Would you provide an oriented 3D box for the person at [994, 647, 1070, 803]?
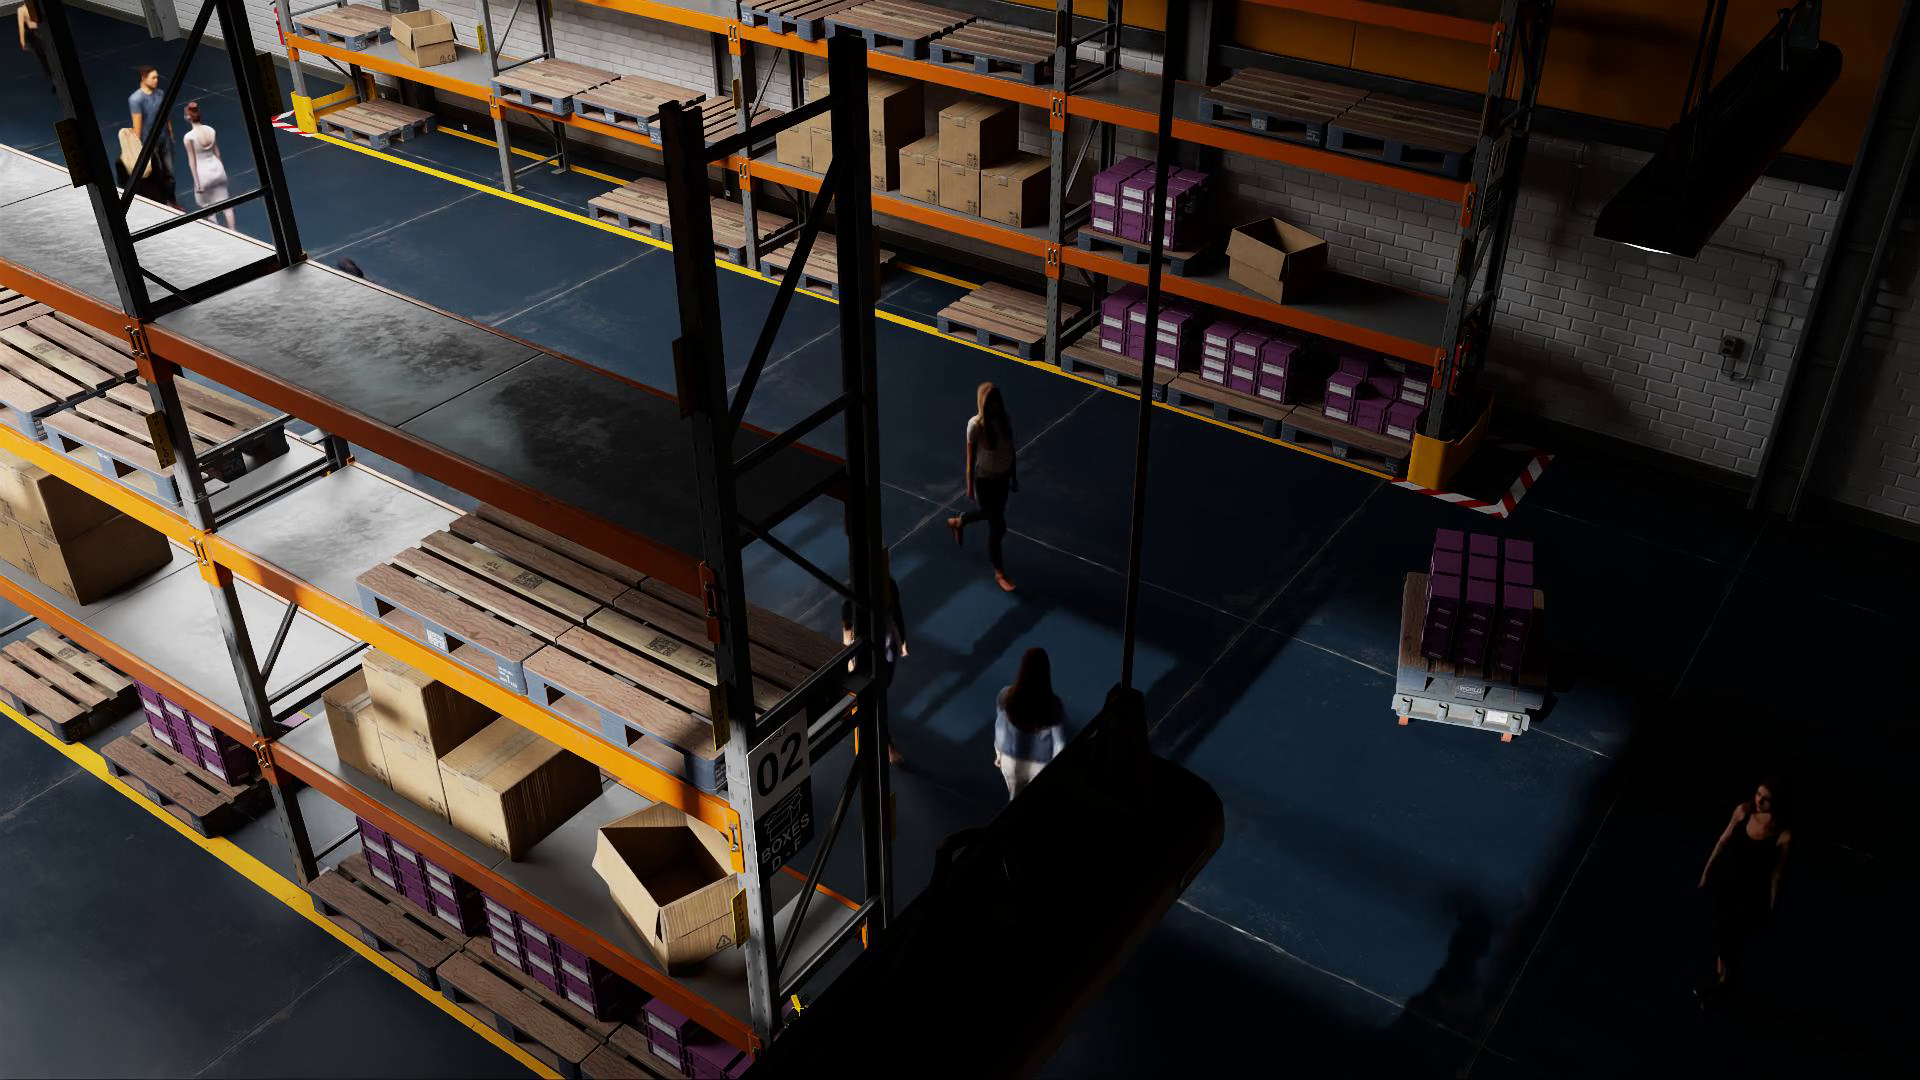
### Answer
[{"bbox_3d":[0.404,1.473,10.493,0.835,1.683,0.850,8,34,12],"label":"person"}]

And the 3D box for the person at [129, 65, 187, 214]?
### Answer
[{"bbox_3d":[-9.629,-4.750,19.770,0.879,1.779,0.787,19,38,26],"label":"person"}]

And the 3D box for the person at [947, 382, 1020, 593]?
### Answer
[{"bbox_3d":[0.186,-0.491,13.348,0.729,1.795,1.147,-27,42,-35],"label":"person"}]

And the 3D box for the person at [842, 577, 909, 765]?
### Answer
[{"bbox_3d":[-0.633,0.732,11.587,0.887,1.708,1.119,-23,40,-31],"label":"person"}]

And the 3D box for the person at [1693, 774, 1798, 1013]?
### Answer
[{"bbox_3d":[4.624,2.019,9.643,0.794,1.714,0.709,-13,36,-19],"label":"person"}]

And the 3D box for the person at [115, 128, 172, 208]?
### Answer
[{"bbox_3d":[-8.673,-3.493,17.850,0.781,1.811,1.034,-26,42,-34],"label":"person"}]

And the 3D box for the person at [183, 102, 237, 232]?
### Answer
[{"bbox_3d":[-8.351,-4.023,18.673,0.631,1.783,0.596,25,41,32],"label":"person"}]

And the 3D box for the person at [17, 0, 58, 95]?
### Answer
[{"bbox_3d":[-12.707,-6.883,23.105,0.780,1.638,0.625,23,40,30],"label":"person"}]
